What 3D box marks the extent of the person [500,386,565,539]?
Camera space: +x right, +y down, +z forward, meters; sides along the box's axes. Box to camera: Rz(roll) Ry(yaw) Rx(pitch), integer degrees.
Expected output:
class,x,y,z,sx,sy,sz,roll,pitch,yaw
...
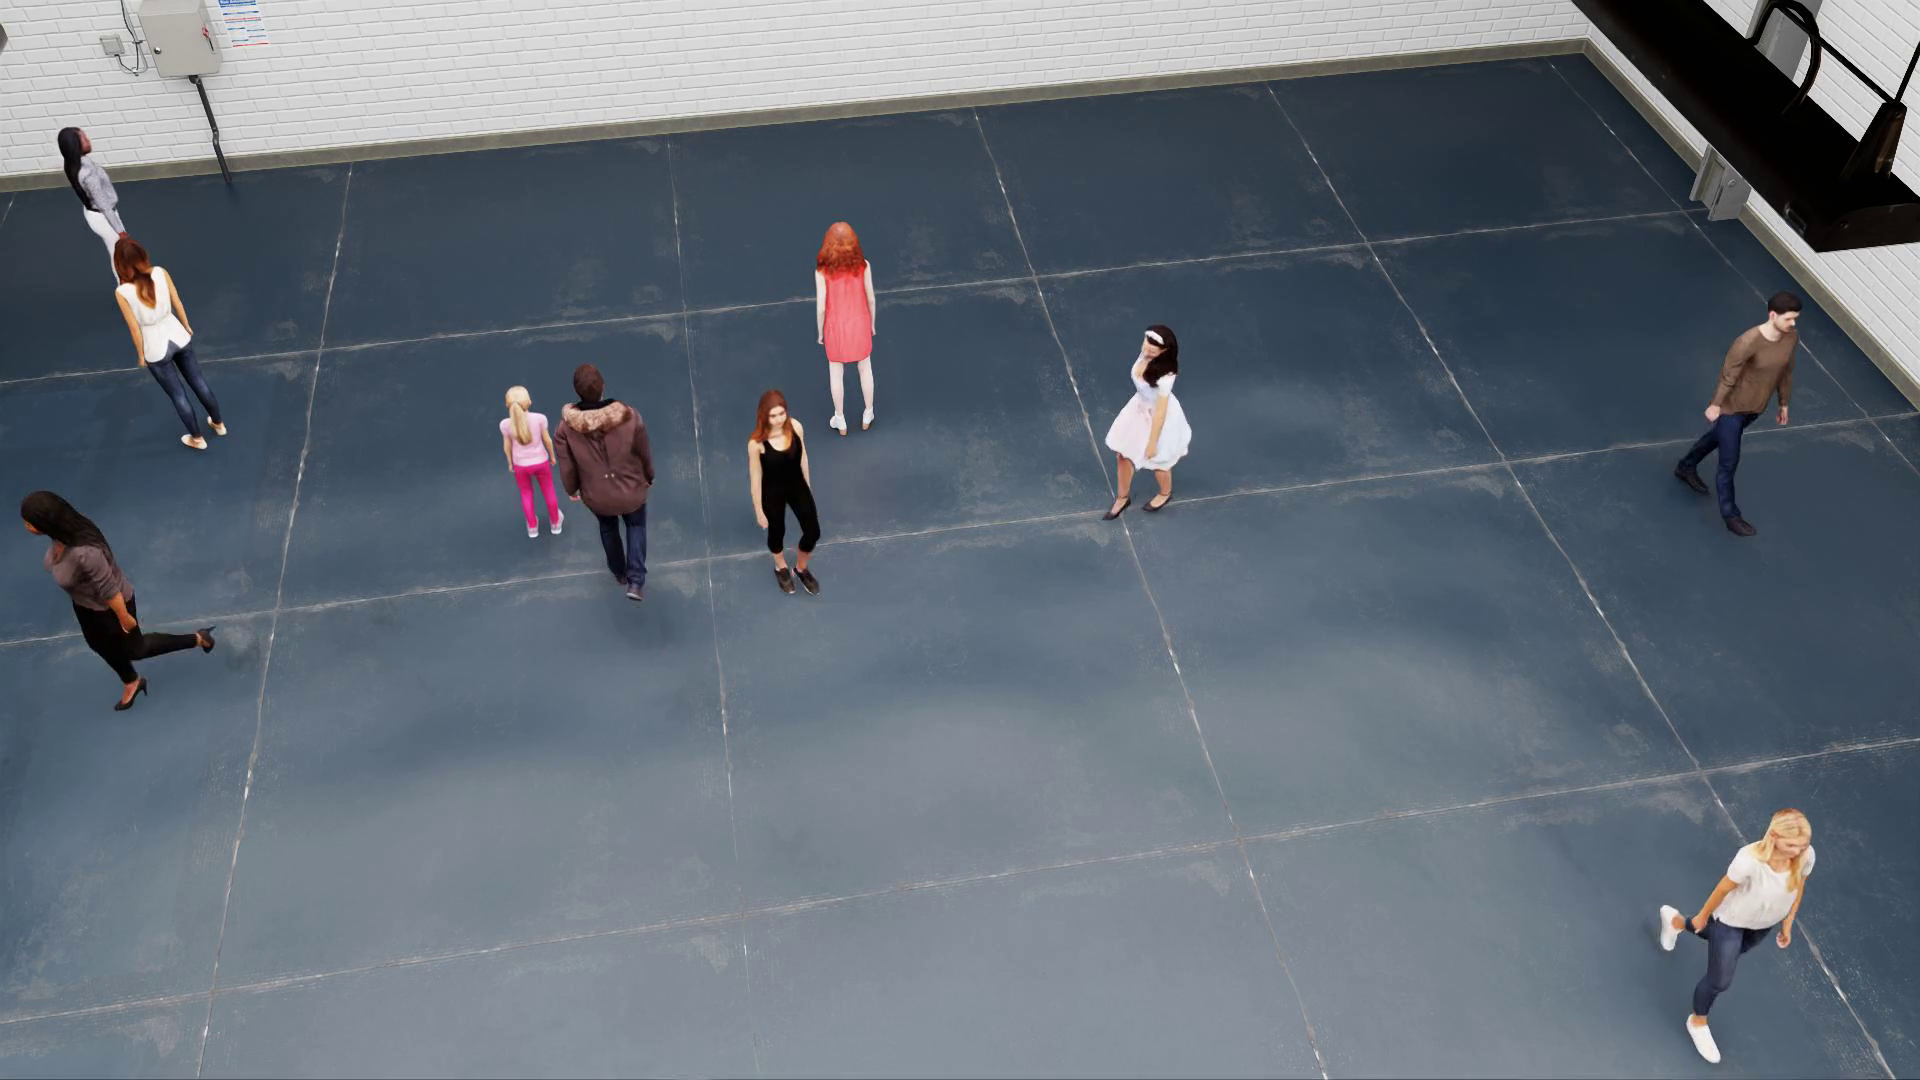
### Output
class,x,y,z,sx,sy,sz,roll,pitch,yaw
person,-2.989,-0.546,11.587,0.491,1.271,0.511,-11,45,-11

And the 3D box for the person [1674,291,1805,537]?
class,x,y,z,sx,sy,sz,roll,pitch,yaw
person,5.416,-1.005,11.655,0.859,1.842,1.181,-18,47,-18

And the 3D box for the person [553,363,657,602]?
class,x,y,z,sx,sy,sz,roll,pitch,yaw
person,-2.274,-0.309,10.935,0.749,1.828,0.878,-10,45,-10

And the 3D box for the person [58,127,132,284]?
class,x,y,z,sx,sy,sz,roll,pitch,yaw
person,-6.853,-2.535,13.347,0.744,1.724,0.614,-26,49,-24

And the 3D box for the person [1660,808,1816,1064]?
class,x,y,z,sx,sy,sz,roll,pitch,yaw
person,4.013,1.895,8.652,0.646,1.785,1.072,-10,45,-10

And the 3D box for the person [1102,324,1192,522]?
class,x,y,z,sx,sy,sz,roll,pitch,yaw
person,1.376,-0.815,11.507,0.827,1.771,0.831,-8,44,-8

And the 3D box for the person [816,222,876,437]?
class,x,y,z,sx,sy,sz,roll,pitch,yaw
person,-0.829,-1.543,12.230,0.606,1.828,0.530,-11,45,-12

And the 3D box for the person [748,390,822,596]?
class,x,y,z,sx,sy,sz,roll,pitch,yaw
person,-1.210,-0.357,11.068,0.685,1.713,0.717,-21,47,-20

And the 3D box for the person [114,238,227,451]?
class,x,y,z,sx,sy,sz,roll,pitch,yaw
person,-5.783,-1.421,12.133,0.731,1.785,0.675,27,50,25

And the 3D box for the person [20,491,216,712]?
class,x,y,z,sx,sy,sz,roll,pitch,yaw
person,-5.169,0.345,10.265,1.054,1.804,1.047,-34,53,-30
